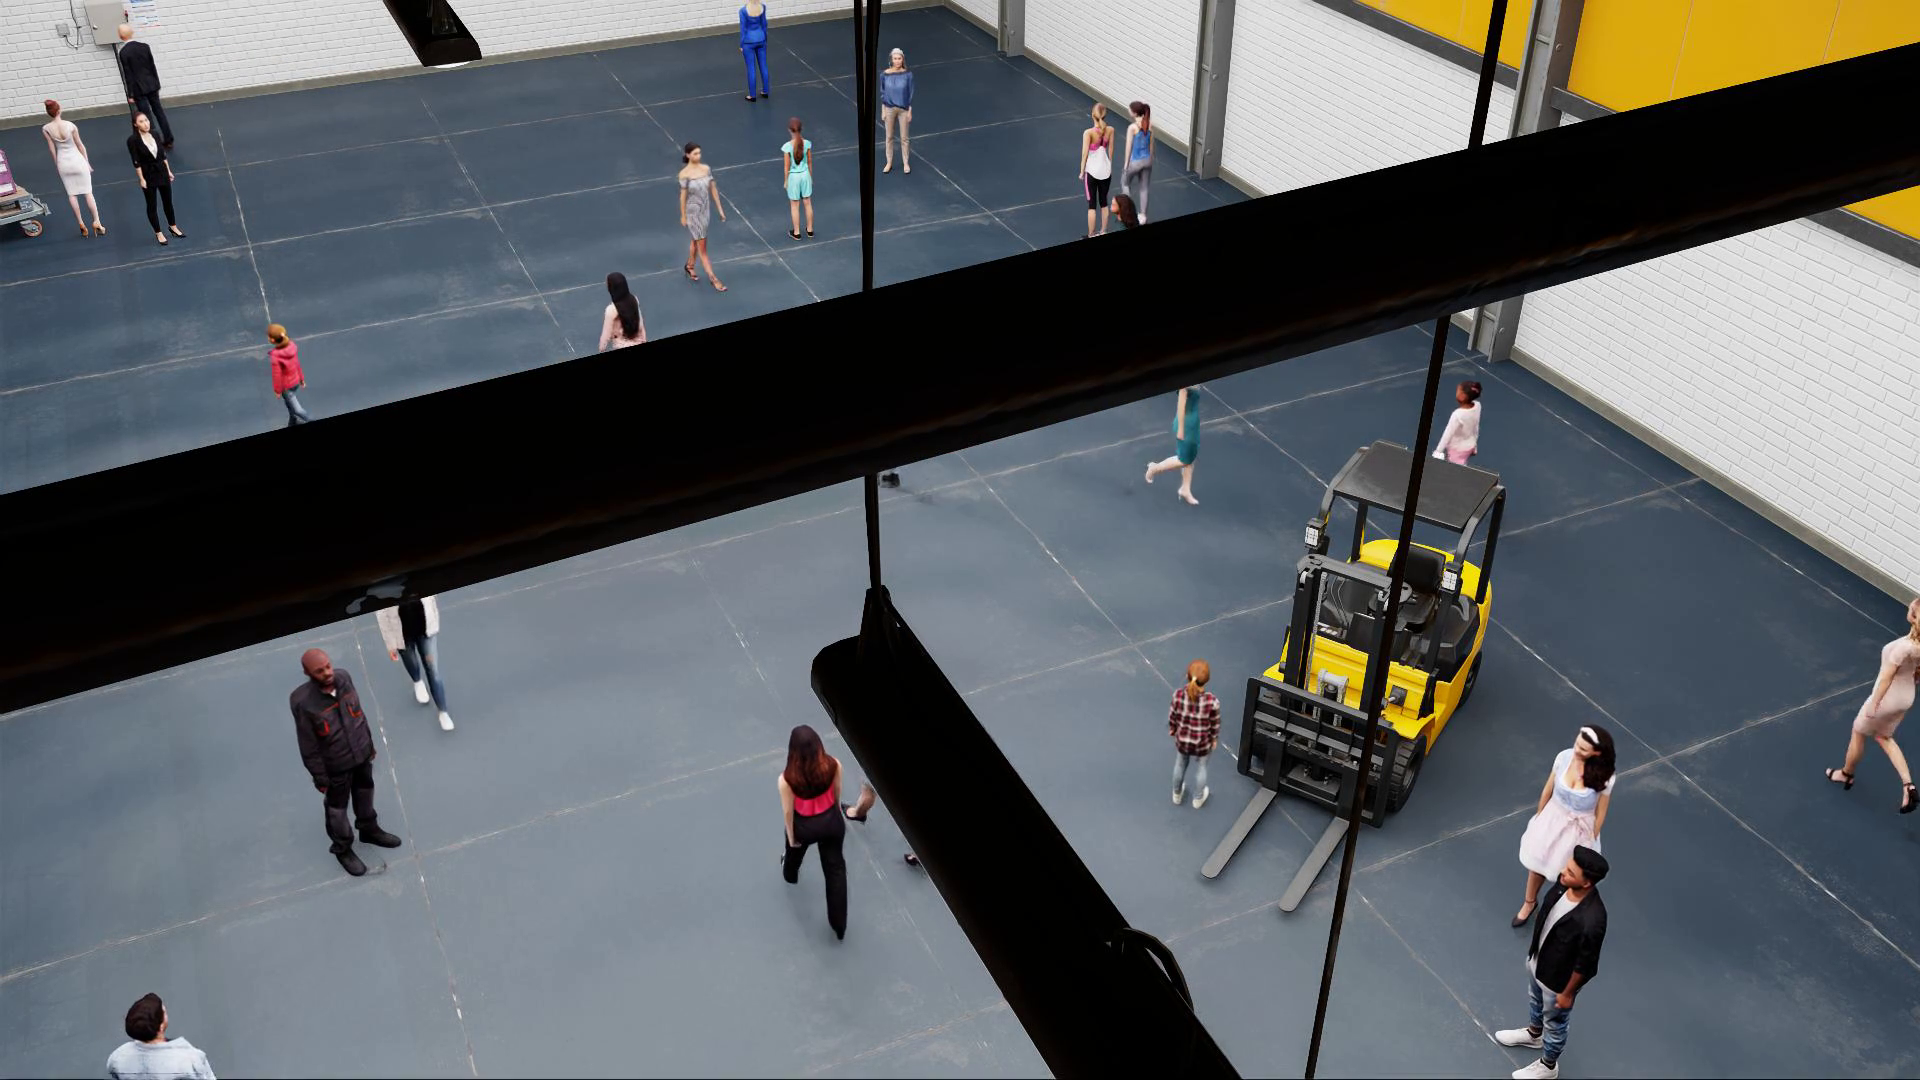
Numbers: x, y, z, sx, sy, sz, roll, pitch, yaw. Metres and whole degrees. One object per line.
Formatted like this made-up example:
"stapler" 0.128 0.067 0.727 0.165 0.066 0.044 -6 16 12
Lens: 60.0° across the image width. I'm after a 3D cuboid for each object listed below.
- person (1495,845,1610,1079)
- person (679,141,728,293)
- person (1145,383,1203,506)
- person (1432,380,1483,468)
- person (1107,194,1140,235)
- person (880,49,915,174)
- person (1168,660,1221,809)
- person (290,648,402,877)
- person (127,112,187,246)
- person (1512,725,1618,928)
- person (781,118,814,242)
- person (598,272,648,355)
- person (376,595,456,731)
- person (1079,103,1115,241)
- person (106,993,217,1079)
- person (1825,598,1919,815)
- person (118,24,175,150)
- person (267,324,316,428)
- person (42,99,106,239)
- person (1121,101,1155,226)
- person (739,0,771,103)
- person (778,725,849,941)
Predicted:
"person" 3.619 2.530 9.997 0.836 1.813 0.683 -1 34 -2
"person" -3.145 -3.832 19.593 1.139 1.786 0.890 27 42 34
"person" 2.049 -1.084 15.559 0.891 1.674 0.818 13 36 19
"person" 4.687 -0.816 15.382 0.721 1.424 0.966 -26 42 -34
"person" 1.878 -3.095 18.677 0.865 1.573 1.067 -5 34 -8
"person" -0.861 -5.869 22.740 0.705 1.694 0.717 2 34 3
"person" 1.709 1.425 12.118 0.632 1.306 0.697 14 36 19
"person" -4.317 1.482 11.564 0.817 1.825 0.796 17 37 24
"person" -10.066 -4.538 20.767 0.720 1.661 0.691 19 38 26
"person" 3.982 1.917 10.919 0.791 1.813 0.876 26 42 33
"person" -2.025 -4.537 20.859 0.534 1.558 0.526 -14 36 -21
"person" -3.253 -1.833 16.693 1.190 1.666 1.113 12 35 17
"person" -4.300 0.679 12.978 0.649 1.596 1.055 -16 37 -23
"person" 1.715 -4.550 20.672 0.599 1.787 0.495 -14 36 -20
"person" -4.239 3.210 8.988 0.793 1.798 0.807 1 34 2
"person" 6.763 1.221 11.967 0.583 1.813 0.944 -15 36 -21
"person" -11.465 -6.343 23.360 0.783 1.797 0.767 17 37 24
"person" -6.623 -1.529 16.573 0.906 1.293 0.889 8 34 12
"person" -11.124 -4.659 20.831 0.607 1.793 0.545 -7 34 -10
"person" 2.302 -4.777 21.191 0.643 1.590 0.650 -12 36 -18
"person" -3.112 -7.529 25.232 0.657 1.701 0.615 -22 40 -30
"person" -0.926 1.965 11.032 0.664 1.608 1.099 -11 35 -16
